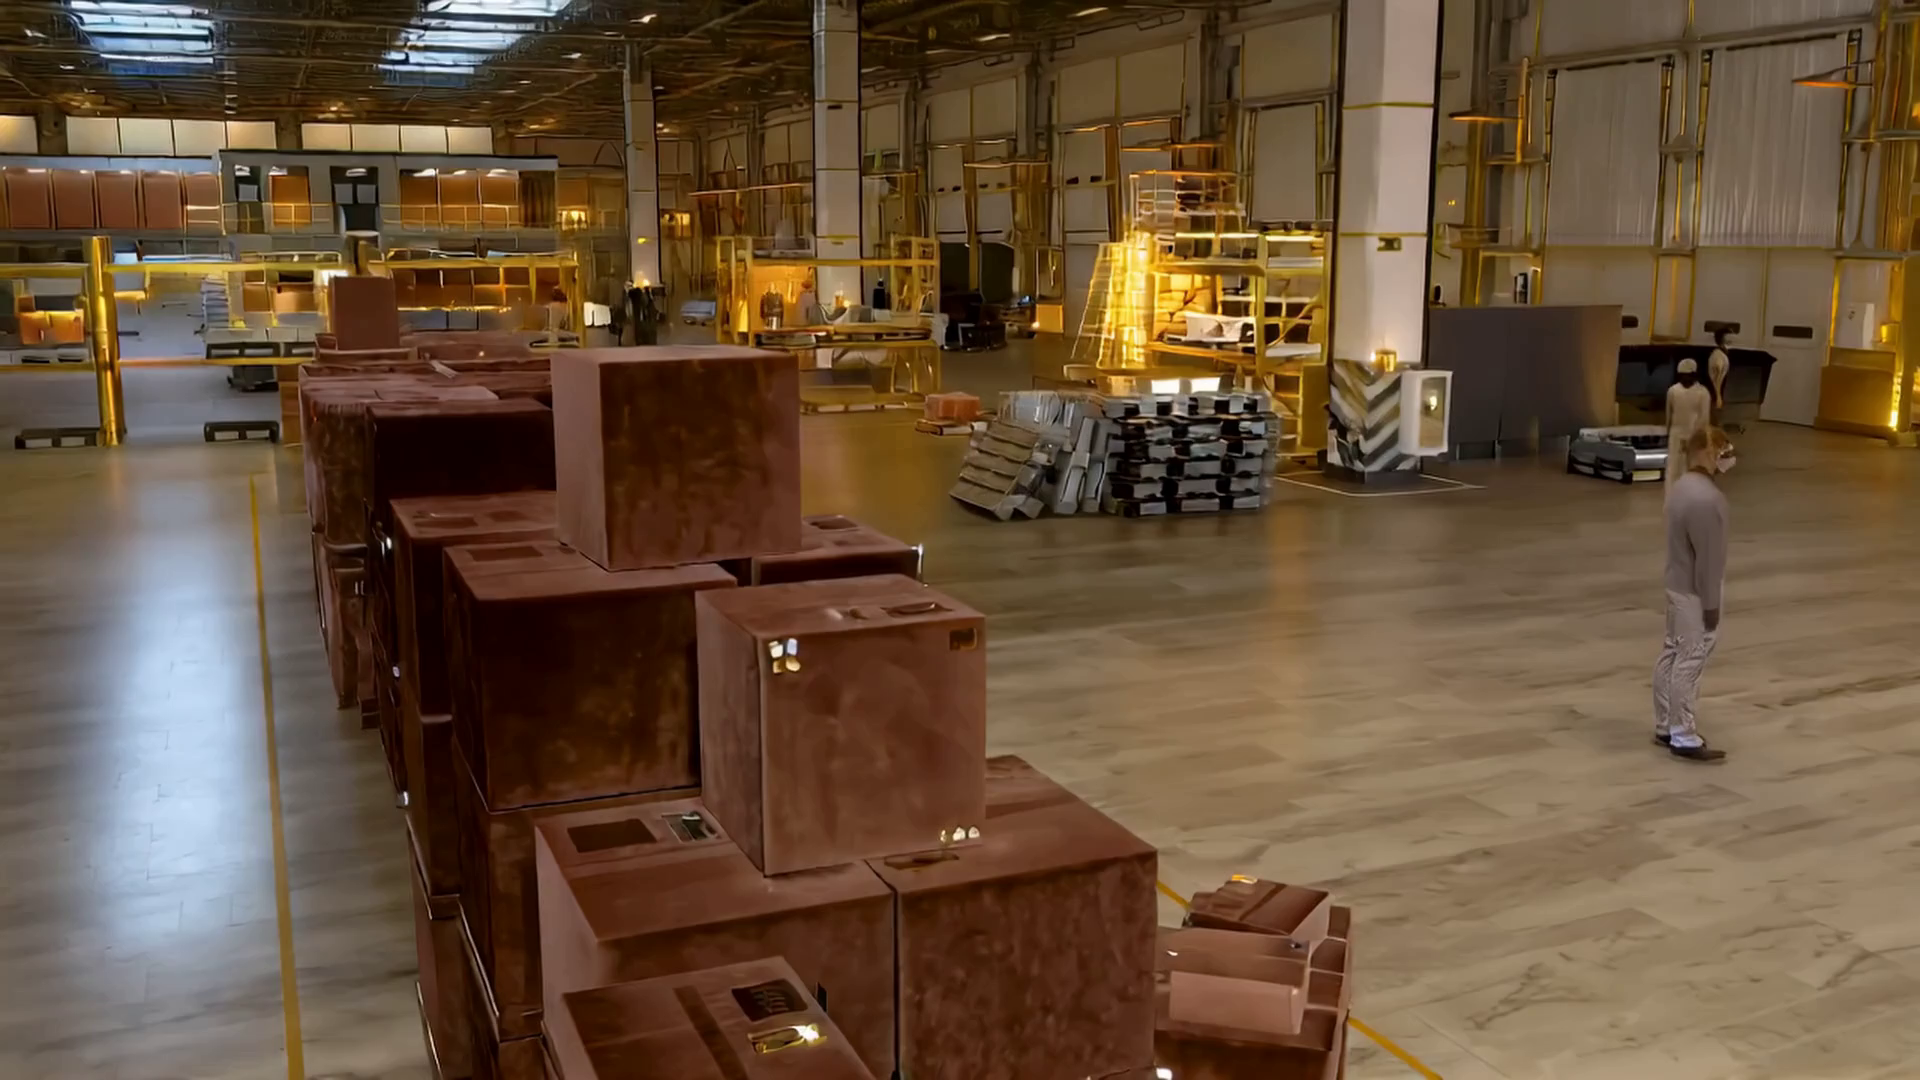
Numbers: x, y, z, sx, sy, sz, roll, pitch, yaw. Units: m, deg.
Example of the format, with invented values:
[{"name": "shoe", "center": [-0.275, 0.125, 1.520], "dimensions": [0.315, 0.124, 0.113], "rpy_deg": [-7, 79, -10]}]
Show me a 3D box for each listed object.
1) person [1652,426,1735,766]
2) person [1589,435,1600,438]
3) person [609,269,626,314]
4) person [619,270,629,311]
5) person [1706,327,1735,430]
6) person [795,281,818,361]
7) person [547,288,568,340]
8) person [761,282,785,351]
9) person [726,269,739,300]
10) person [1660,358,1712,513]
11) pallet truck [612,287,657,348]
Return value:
[{"name": "person", "center": [4.234, 0.311, 9.571], "dimensions": [0.372, 1.940, 0.631], "rpy_deg": [1, 10, 7]}, {"name": "person", "center": [8.937, -2.188, 23.547], "dimensions": [0.597, 1.869, 0.485], "rpy_deg": [-6, 12, -29]}, {"name": "person", "center": [-13.545, -9.839, 65.880], "dimensions": [0.876, 1.805, 0.642], "rpy_deg": [6, 12, 28]}, {"name": "person", "center": [-13.381, -9.966, 66.743], "dimensions": [0.505, 1.754, 0.528], "rpy_deg": [3, 11, 17]}, {"name": "person", "center": [10.019, -1.891, 21.963], "dimensions": [0.334, 1.845, 0.513], "rpy_deg": [4, 11, 22]}, {"name": "person", "center": [-3.738, -5.348, 40.701], "dimensions": [0.611, 1.947, 0.978], "rpy_deg": [0, 10, 1]}, {"name": "person", "center": [-9.228, -4.864, 38.282], "dimensions": [0.508, 1.872, 0.329], "rpy_deg": [3, 11, 17]}, {"name": "person", "center": [-4.988, -5.943, 44.326], "dimensions": [0.648, 1.832, 0.436], "rpy_deg": [0, 10, -1]}, {"name": "person", "center": [-10.458, -11.812, 76.470], "dimensions": [0.639, 1.900, 0.936], "rpy_deg": [-3, 11, -16]}, {"name": "person", "center": [7.959, -1.142, 18.255], "dimensions": [0.494, 1.694, 0.887], "rpy_deg": [6, 12, 31]}, {"name": "pallet truck", "center": [-6.464, -4.406, 35.401], "dimensions": [0.823, 1.965, 1.885], "rpy_deg": [6, 12, 32]}]
